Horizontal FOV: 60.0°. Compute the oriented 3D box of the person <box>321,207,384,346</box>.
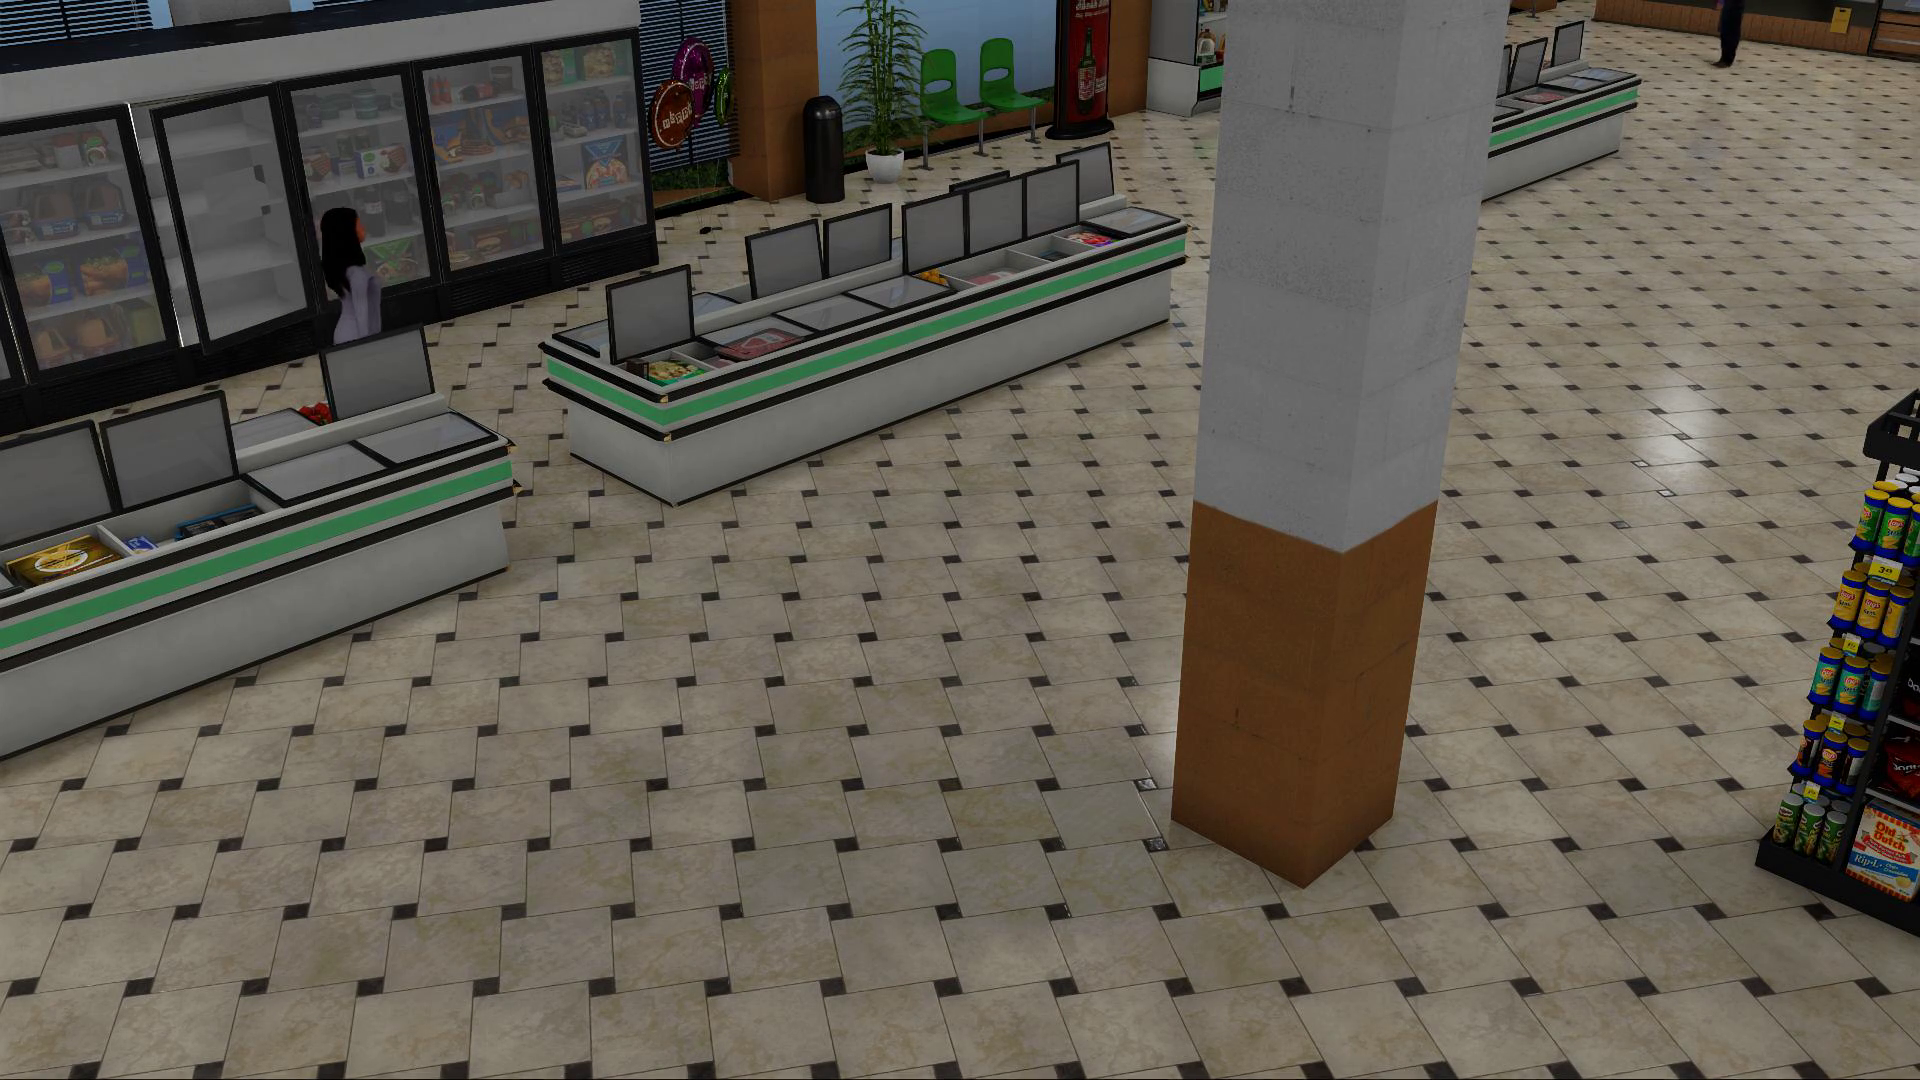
[{"bbox_3d":[-3.719,-1.121,10.078,1.149,1.682,0.652,-22,34,-37],"label":"person"}]

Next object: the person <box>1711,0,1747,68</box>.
[{"bbox_3d":[10.233,-7.148,21.861,0.490,1.775,0.867,-15,30,-27],"label":"person"}]
